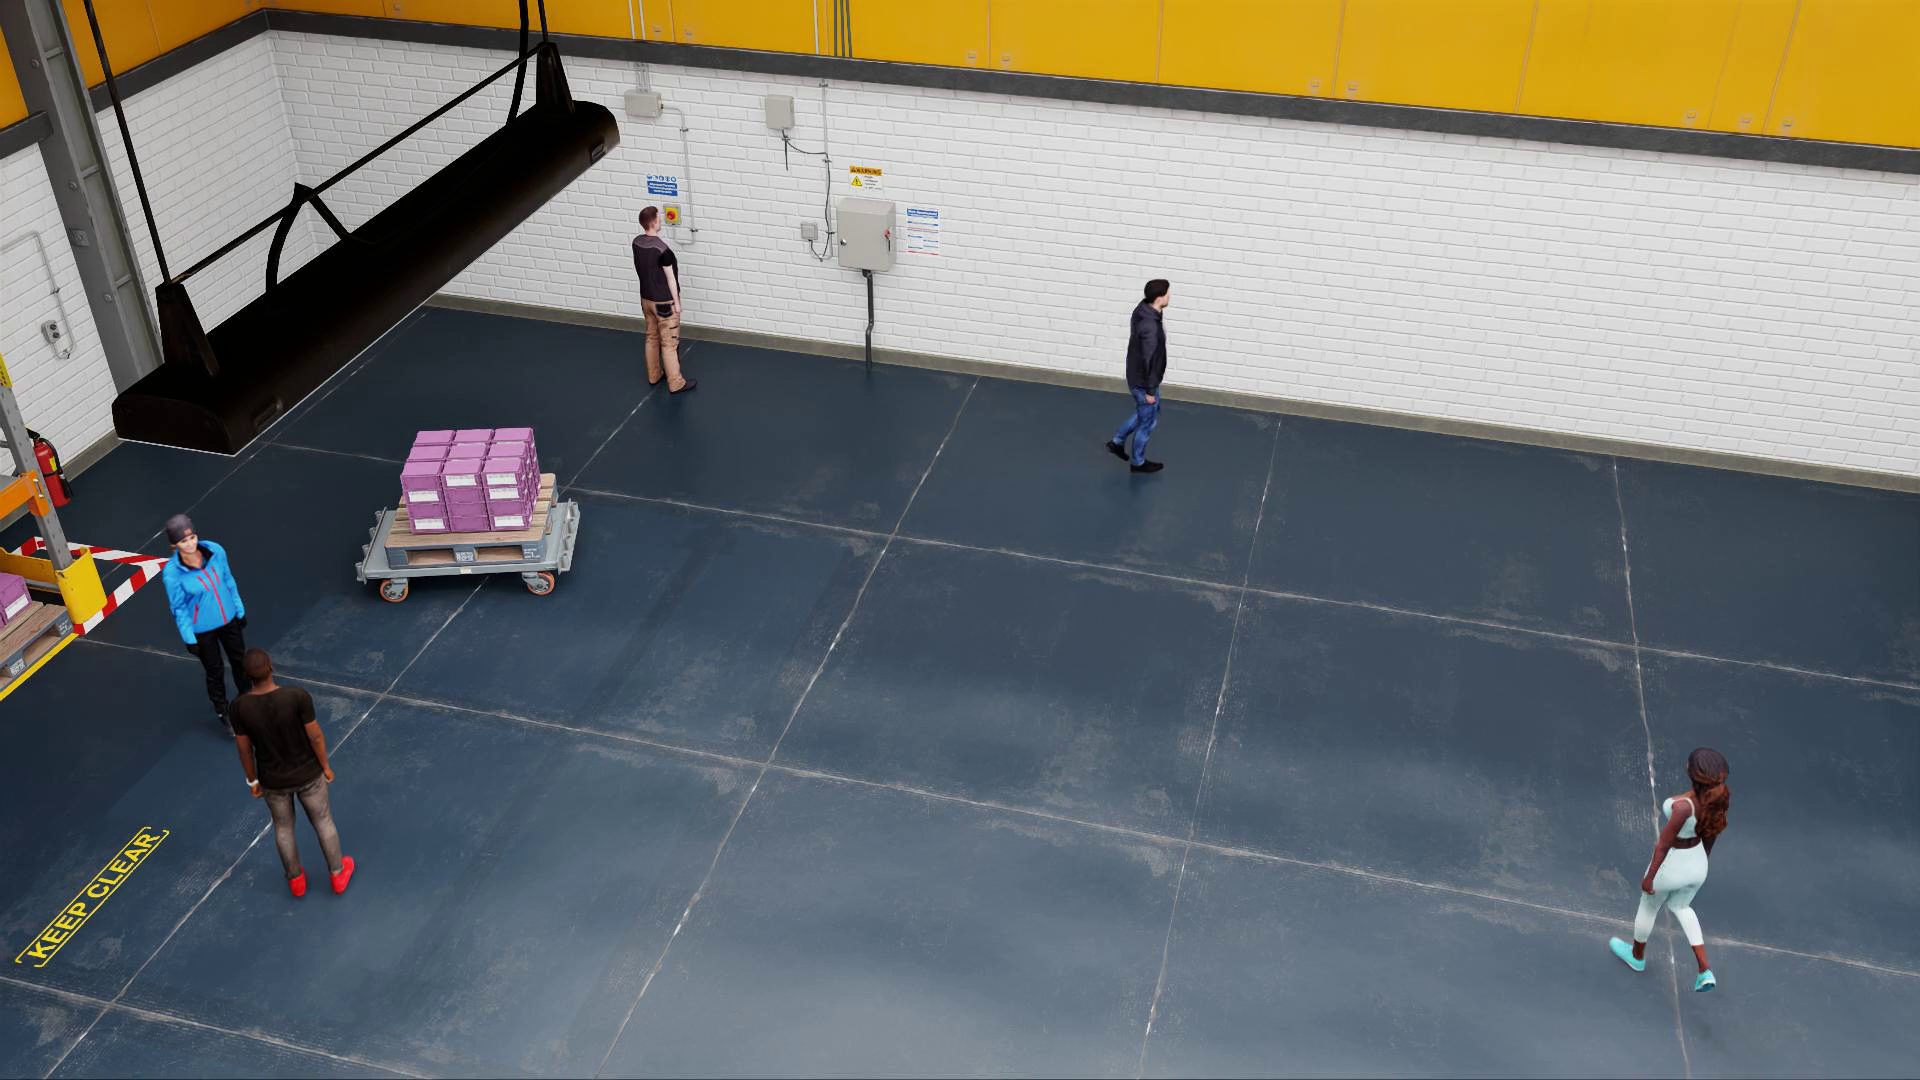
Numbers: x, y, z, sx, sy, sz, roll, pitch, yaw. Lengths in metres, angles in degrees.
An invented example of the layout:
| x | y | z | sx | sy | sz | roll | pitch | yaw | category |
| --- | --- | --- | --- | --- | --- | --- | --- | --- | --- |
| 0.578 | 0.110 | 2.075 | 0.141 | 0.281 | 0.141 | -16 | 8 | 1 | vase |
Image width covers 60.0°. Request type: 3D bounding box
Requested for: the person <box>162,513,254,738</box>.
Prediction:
| x | y | z | sx | sy | sz | roll | pitch | yaw | category |
| --- | --- | --- | --- | --- | --- | --- | --- | --- | --- |
| -5.165 | 0.570 | 11.472 | 0.743 | 1.800 | 0.601 | 24 | 40 | 31 | person |

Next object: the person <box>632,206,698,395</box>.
| x | y | z | sx | sy | sz | roll | pitch | yaw | category |
| --- | --- | --- | --- | --- | --- | --- | --- | --- | --- |
| -2.855 | -2.285 | 15.729 | 0.767 | 1.842 | 0.750 | 25 | 41 | 33 | person |

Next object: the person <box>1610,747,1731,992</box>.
| x | y | z | sx | sy | sz | roll | pitch | yaw | category |
| --- | --- | --- | --- | --- | --- | --- | --- | --- | --- |
| 4.152 | 1.937 | 9.497 | 0.884 | 1.710 | 1.000 | -13 | 36 | -19 | person |

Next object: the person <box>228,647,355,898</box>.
| x | y | z | sx | sy | sz | roll | pitch | yaw | category |
| --- | --- | --- | --- | --- | --- | --- | --- | --- | --- |
| -4.107 | 1.430 | 10.179 | 0.744 | 1.798 | 0.741 | -7 | 34 | -10 | person |

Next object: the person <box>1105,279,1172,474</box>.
| x | y | z | sx | sy | sz | roll | pitch | yaw | category |
| --- | --- | --- | --- | --- | --- | --- | --- | --- | --- |
| 1.511 | -1.396 | 14.358 | 0.877 | 1.878 | 0.806 | -1 | 34 | -2 | person |
